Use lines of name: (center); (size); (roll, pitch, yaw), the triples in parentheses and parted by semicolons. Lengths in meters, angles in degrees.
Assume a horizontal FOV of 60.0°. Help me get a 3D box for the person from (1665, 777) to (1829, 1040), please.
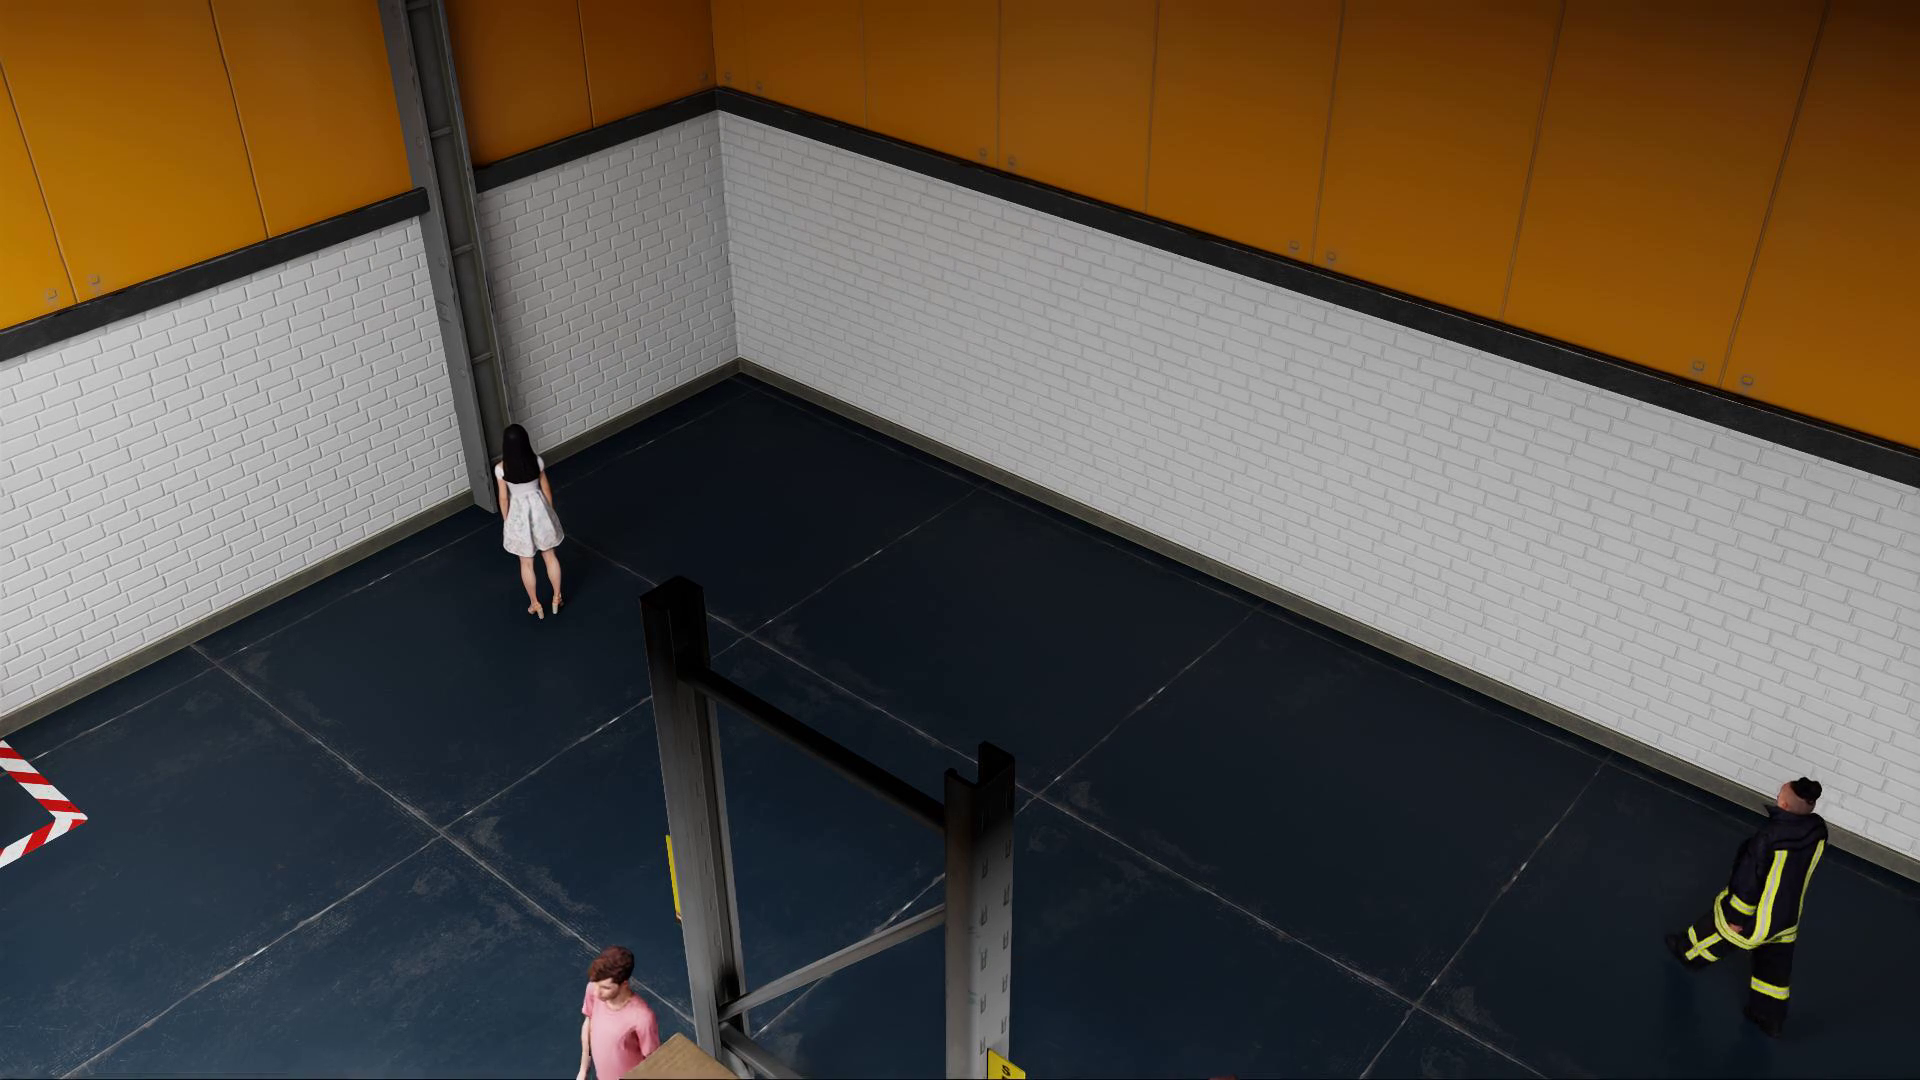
person: (4.828, 2.183, 9.864); (1.223, 1.820, 1.189); (-10, 35, -14)

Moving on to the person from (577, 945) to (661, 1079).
person: (-1.692, 2.798, 8.848); (0.633, 1.920, 1.207); (26, 42, 33)

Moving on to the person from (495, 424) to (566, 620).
person: (-3.467, -0.153, 13.419); (0.720, 1.774, 0.816); (-14, 36, -20)
